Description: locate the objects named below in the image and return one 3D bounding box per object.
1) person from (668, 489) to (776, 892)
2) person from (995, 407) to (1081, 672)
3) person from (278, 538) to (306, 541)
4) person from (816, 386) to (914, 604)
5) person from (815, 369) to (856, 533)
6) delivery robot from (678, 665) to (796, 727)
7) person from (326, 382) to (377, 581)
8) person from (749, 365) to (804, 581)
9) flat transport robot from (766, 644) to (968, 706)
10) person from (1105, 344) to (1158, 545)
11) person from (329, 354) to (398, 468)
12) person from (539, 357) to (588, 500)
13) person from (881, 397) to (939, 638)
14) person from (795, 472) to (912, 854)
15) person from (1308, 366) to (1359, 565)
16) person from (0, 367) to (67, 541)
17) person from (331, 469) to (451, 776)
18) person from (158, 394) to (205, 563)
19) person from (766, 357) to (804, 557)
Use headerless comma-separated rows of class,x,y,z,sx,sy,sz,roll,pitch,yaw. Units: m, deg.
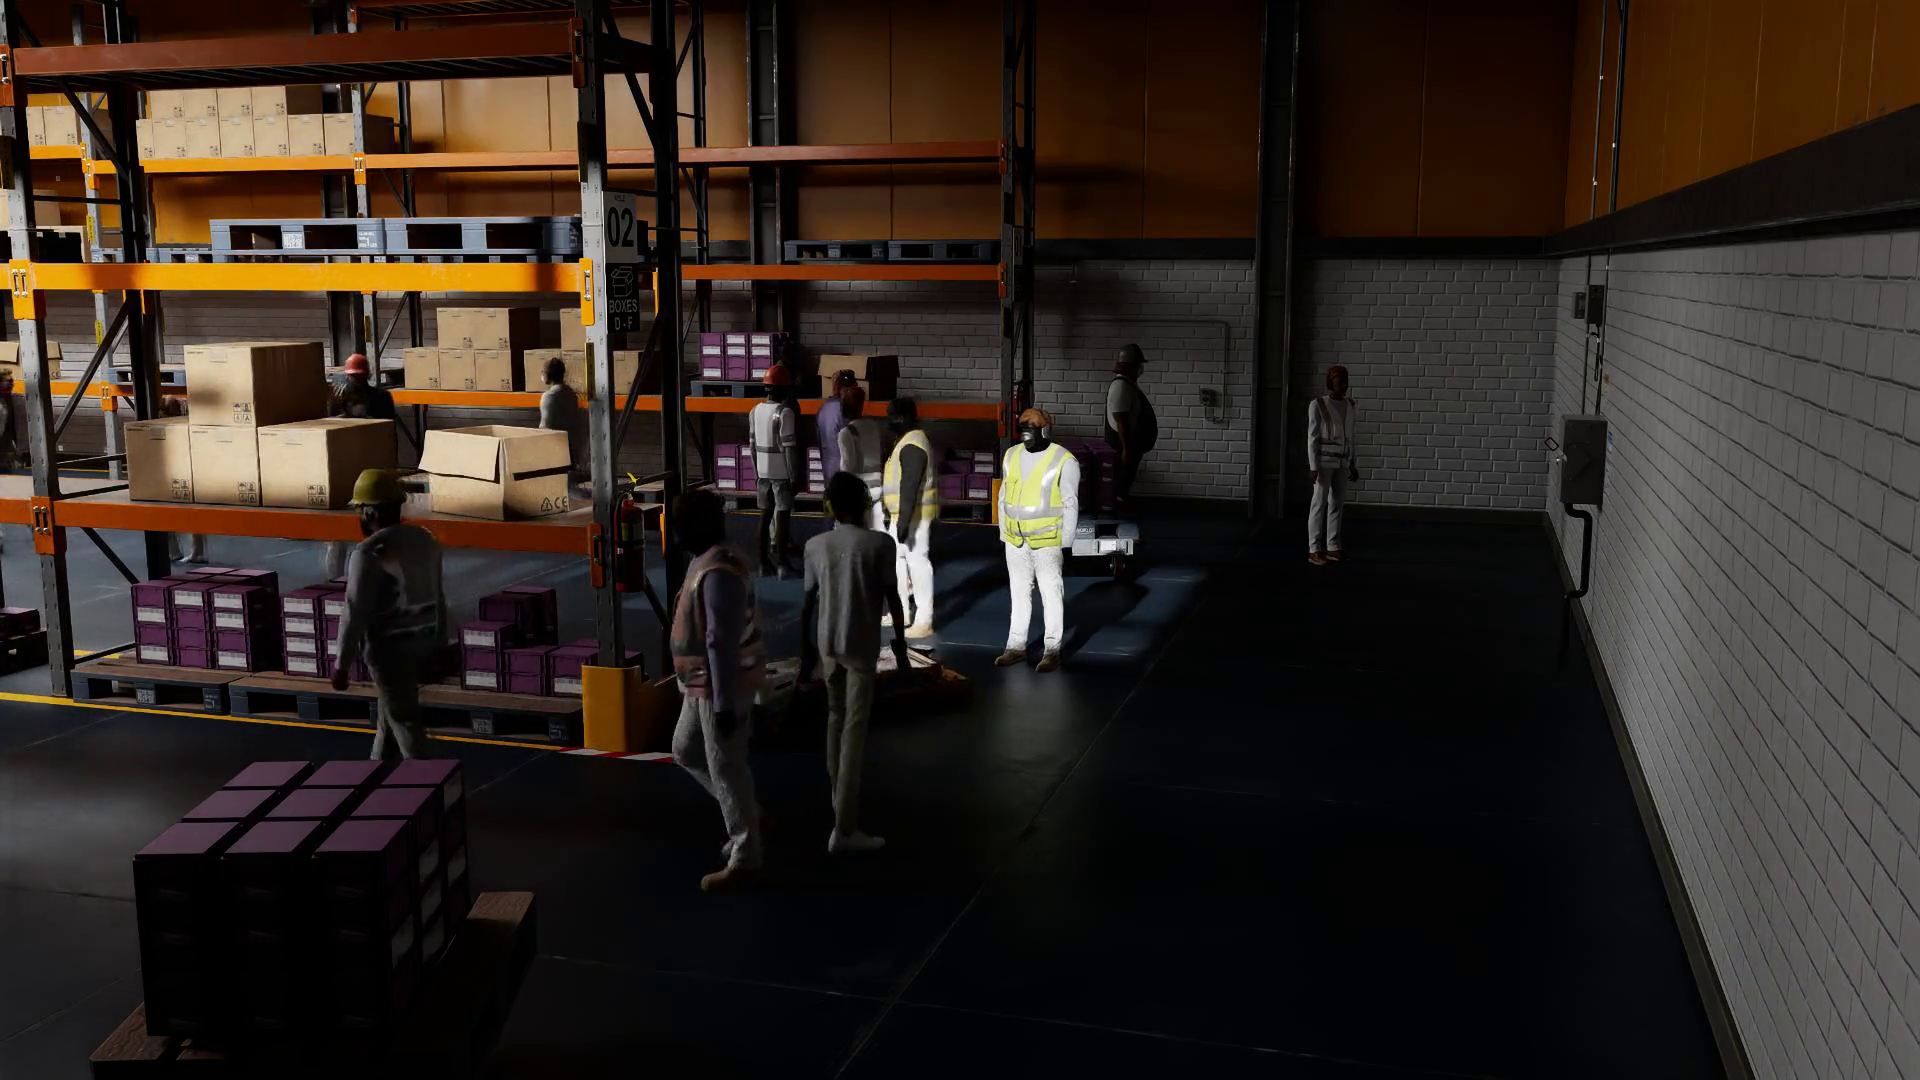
person,-1.109,0.669,7.582,0.452,1.814,0.656,-2,9,-10
person,0.521,-0.003,11.599,0.620,1.845,0.430,7,11,35
person,-6.869,-0.907,17.136,0.403,1.834,0.588,1,9,6
person,-0.785,-0.375,13.901,0.994,1.833,0.563,7,11,35
person,-1.019,-0.564,14.817,0.406,1.911,0.639,-5,11,-29
delivery robot,-1.343,0.860,9.968,0.707,0.478,0.477,5,11,29
person,-4.826,-0.321,13.395,1.010,1.884,0.662,7,12,37
person,-1.637,-0.605,14.979,0.552,1.935,0.367,8,12,42
flat transport robot,-0.726,0.899,10.878,1.431,0.197,0.652,-5,10,-26
person,1.746,-0.982,16.964,0.537,2.000,0.674,1,9,7
person,-5.835,-0.817,16.204,0.637,1.954,0.934,-2,9,-10
person,-4.053,-0.916,17.000,0.968,1.903,0.639,1,9,9
person,-0.437,-0.176,12.719,0.558,1.816,0.718,-1,9,-6
person,-0.565,0.578,8.221,0.592,1.799,0.841,4,10,24
person,3.538,-0.708,15.771,0.573,1.883,0.355,-5,11,-30
person,-9.719,-0.868,16.991,0.937,1.795,0.522,-6,11,-33
person,-2.956,0.538,8.406,0.840,1.797,0.615,3,10,18
person,-7.423,-0.566,15.698,0.524,1.618,0.508,1,9,6
person,-1.703,-0.805,16.193,0.372,1.941,0.627,-3,10,-18
